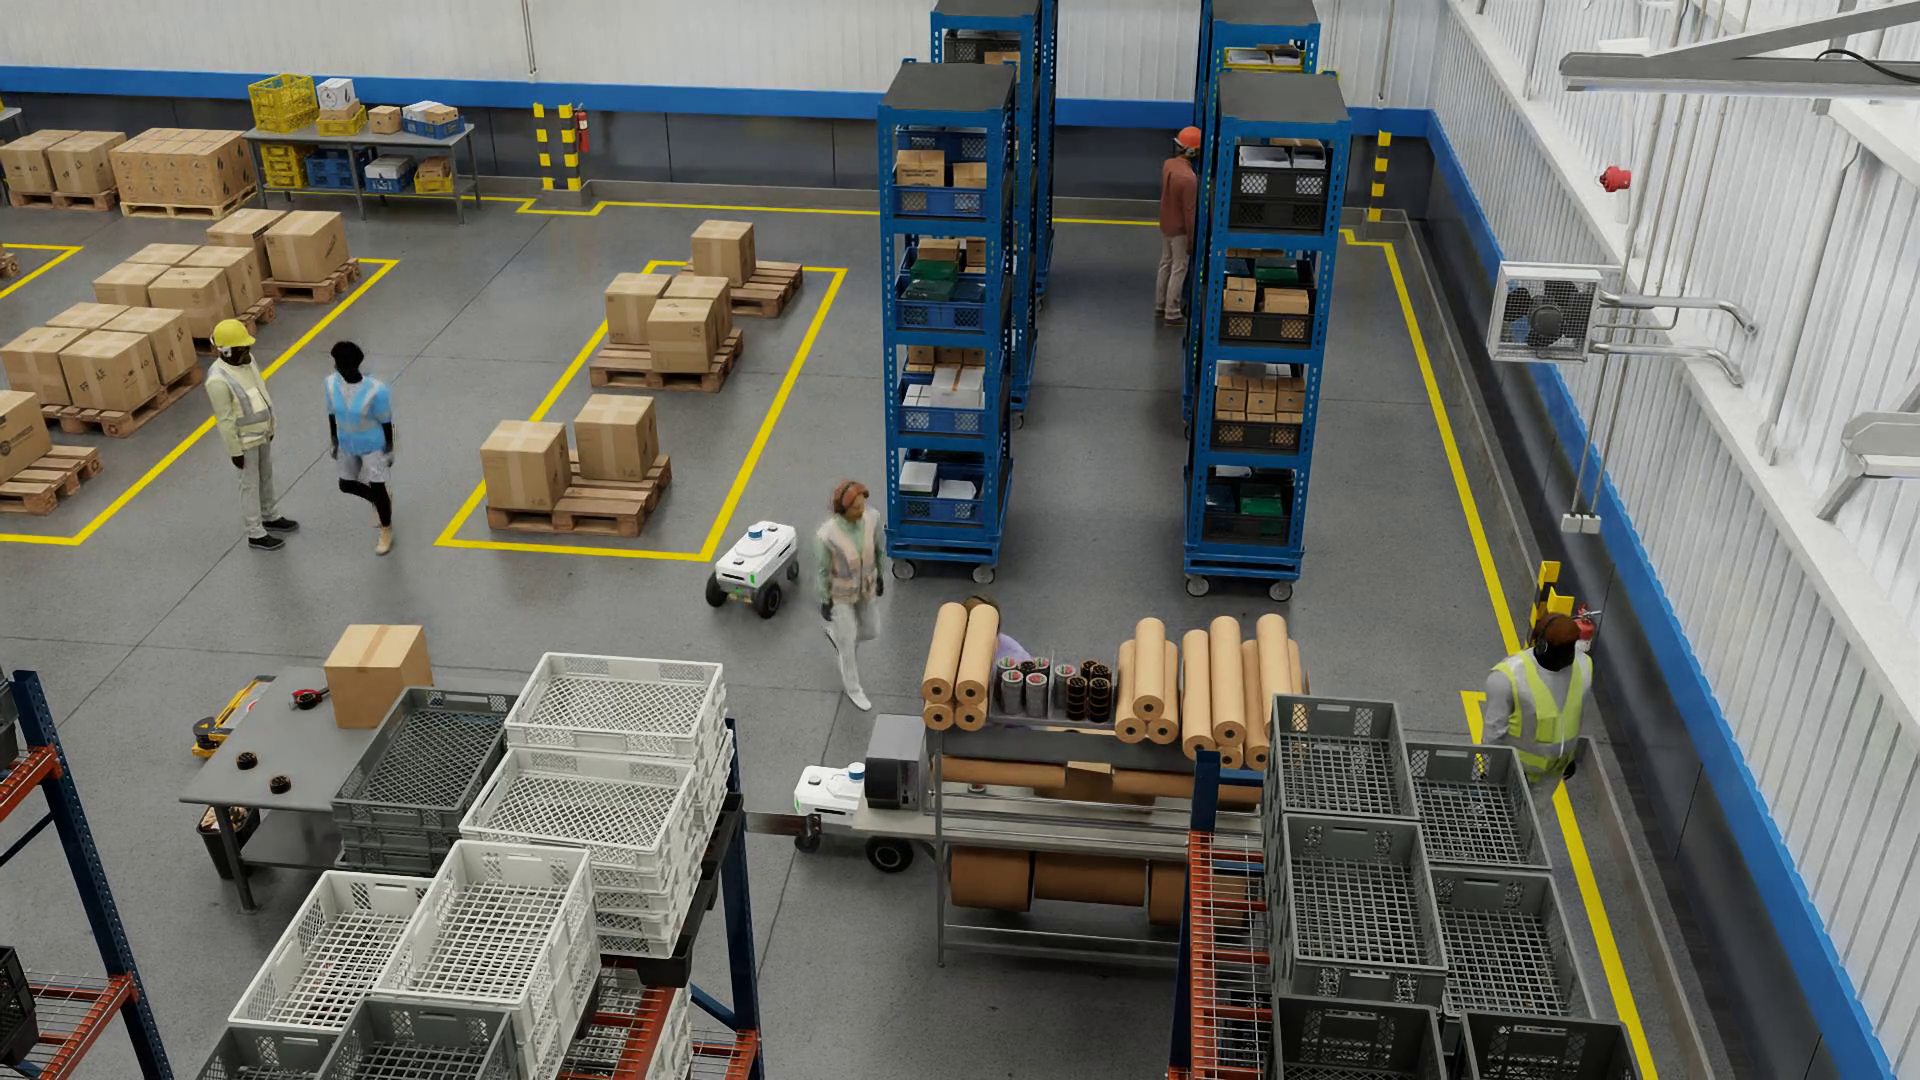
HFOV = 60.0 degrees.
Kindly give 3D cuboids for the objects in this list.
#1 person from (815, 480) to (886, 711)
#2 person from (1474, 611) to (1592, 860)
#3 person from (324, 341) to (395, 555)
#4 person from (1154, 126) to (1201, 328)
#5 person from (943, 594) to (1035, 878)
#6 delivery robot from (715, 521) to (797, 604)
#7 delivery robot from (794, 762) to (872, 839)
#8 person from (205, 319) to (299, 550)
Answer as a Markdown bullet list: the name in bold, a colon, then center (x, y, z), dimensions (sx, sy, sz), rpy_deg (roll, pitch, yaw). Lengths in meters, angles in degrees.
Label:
- **person**: center (-0.739, 0.302, 10.787), dimensions (0.523, 1.621, 0.545), rpy_deg (-22, 37, -33)
- **person**: center (3.100, 1.196, 9.041), dimensions (0.628, 1.846, 0.429), rpy_deg (-10, 32, -17)
- **person**: center (-4.466, -0.719, 12.478), dimensions (0.550, 1.683, 0.417), rpy_deg (8, 31, 13)
- **person**: center (2.146, -3.045, 16.190), dimensions (0.413, 1.984, 0.624), rpy_deg (-10, 32, -17)
- **person**: center (0.134, 1.103, 9.120), dimensions (0.629, 1.929, 0.371), rpy_deg (18, 35, 28)
- **delivery robot**: center (-1.472, 0.124, 12.063), dimensions (0.477, 0.478, 0.707), rpy_deg (12, 32, 19)
- **delivery robot**: center (-0.594, 1.514, 9.675), dimensions (0.707, 0.478, 0.477), rpy_deg (6, 31, 10)
- **person**: center (-5.336, -0.804, 12.499), dimensions (0.403, 1.825, 0.595), rpy_deg (2, 30, 3)
